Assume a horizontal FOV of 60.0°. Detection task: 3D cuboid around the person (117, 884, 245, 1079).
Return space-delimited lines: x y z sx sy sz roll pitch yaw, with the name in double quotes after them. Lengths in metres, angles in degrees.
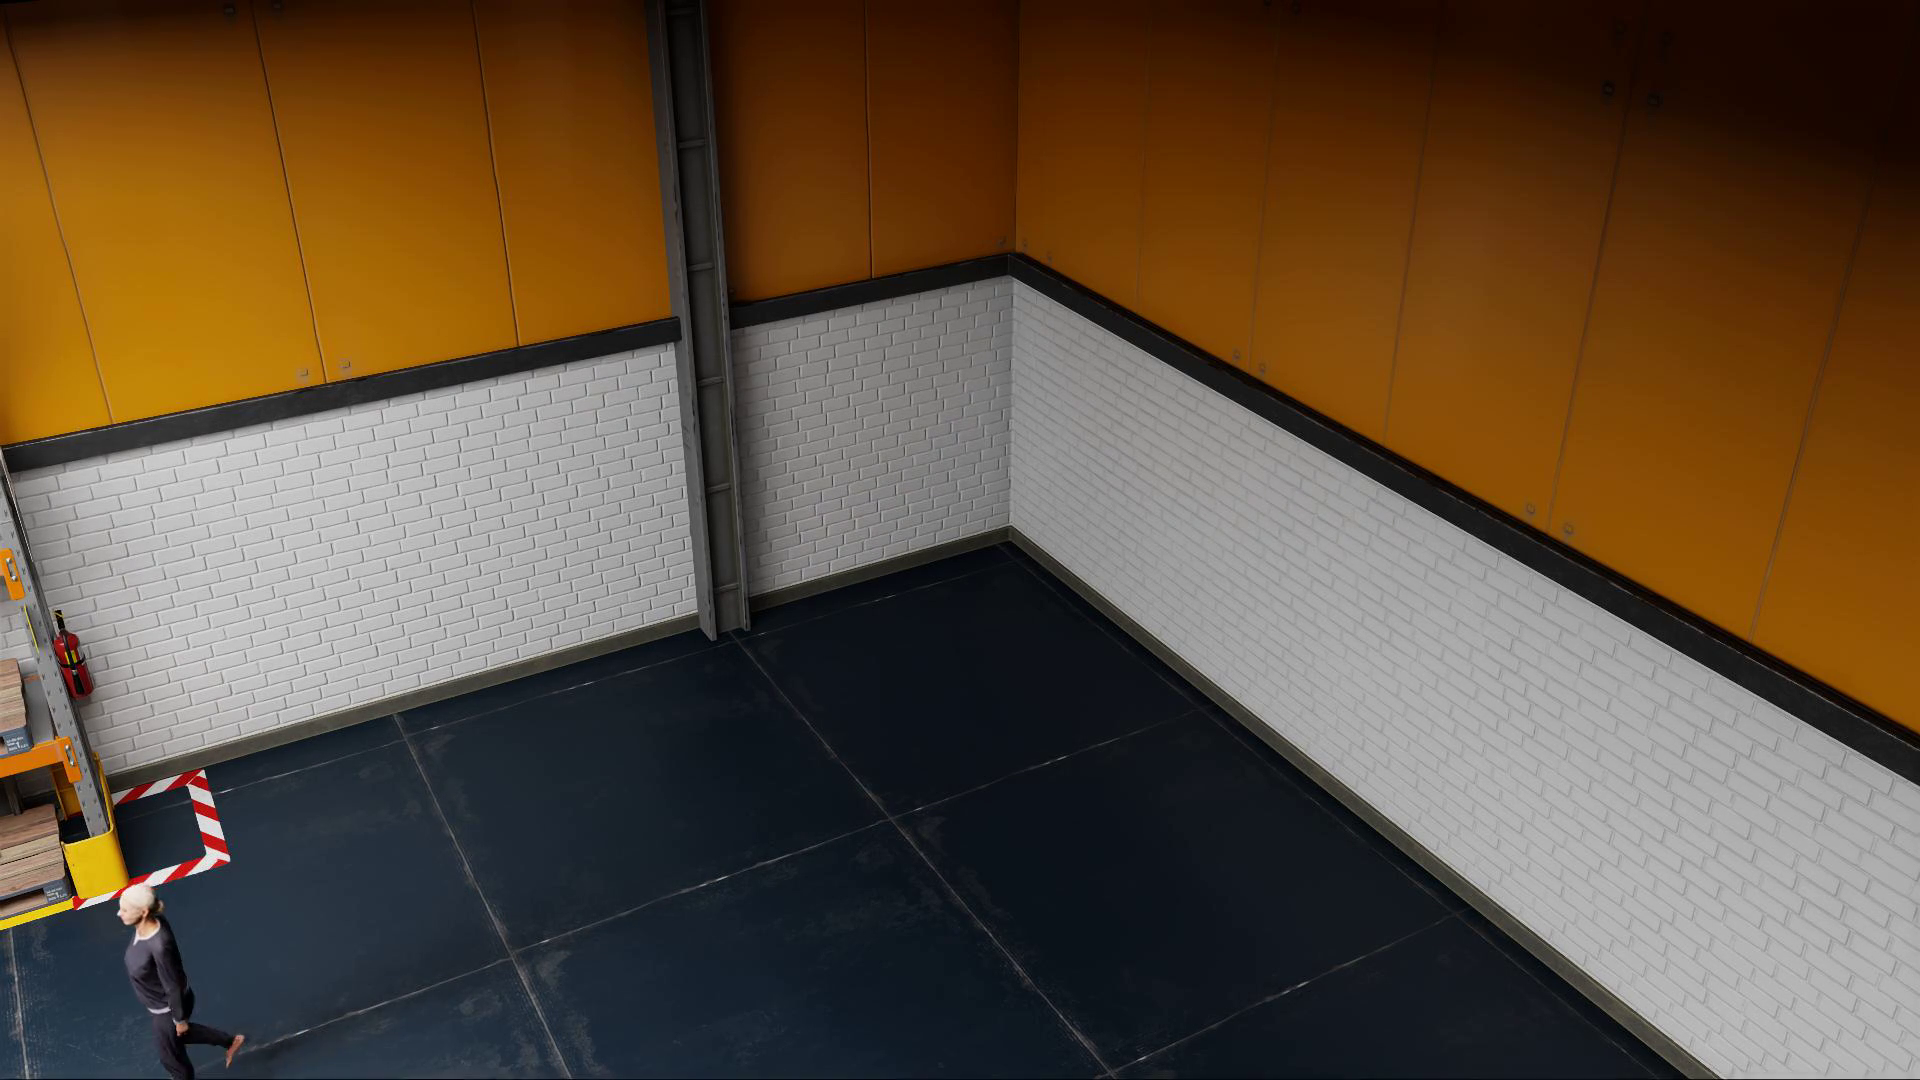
-4.733 2.732 10.074 0.845 1.714 0.653 -18 34 -30 "person"
